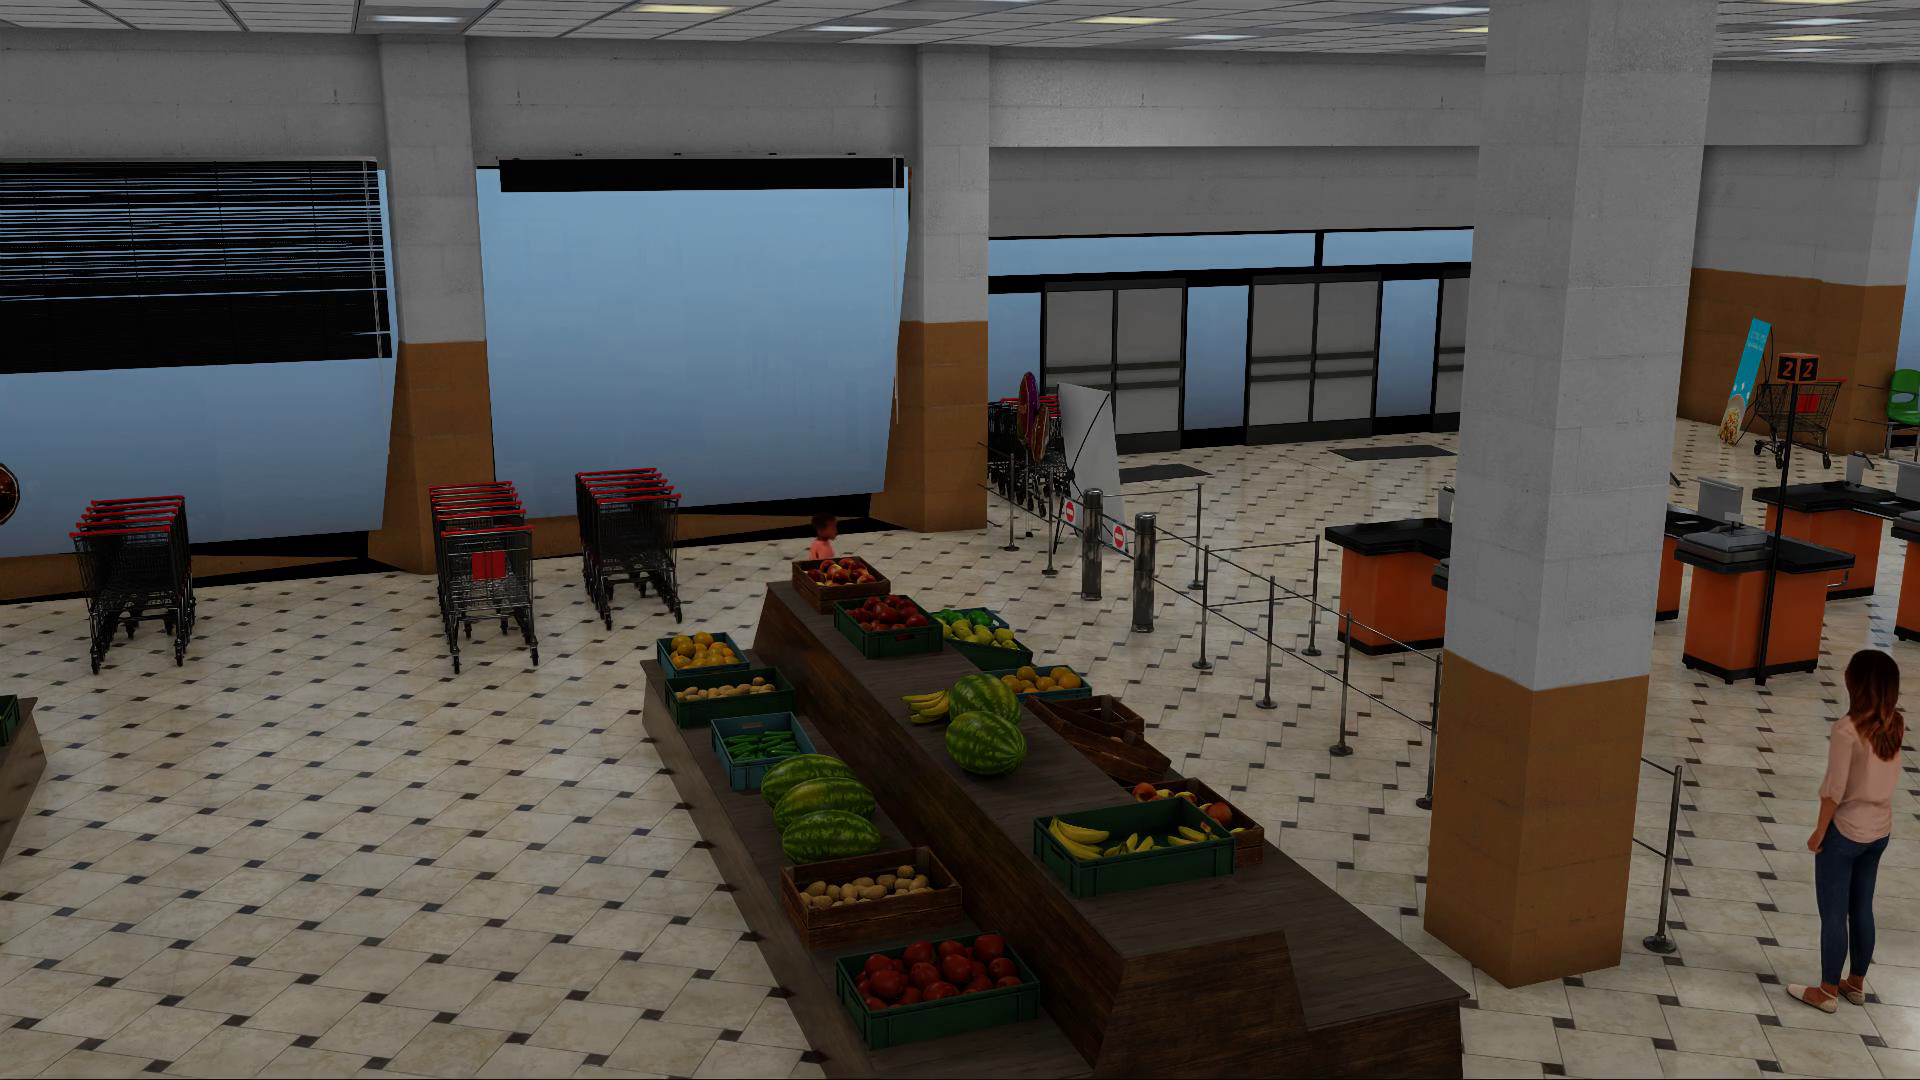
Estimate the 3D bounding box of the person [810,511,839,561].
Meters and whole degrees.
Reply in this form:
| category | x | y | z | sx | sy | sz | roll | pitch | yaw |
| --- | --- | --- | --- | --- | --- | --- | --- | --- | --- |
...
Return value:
| category | x | y | z | sx | sy | sz | roll | pitch | yaw |
| --- | --- | --- | --- | --- | --- | --- | --- | --- | --- |
| person | -1.154 | 0.424 | 12.945 | 0.637 | 1.273 | 0.868 | -4 | 14 | -15 |

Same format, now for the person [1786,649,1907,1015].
| category | x | y | z | sx | sy | sz | roll | pitch | yaw |
| --- | --- | --- | --- | --- | --- | --- | --- | --- | --- |
| person | 4.250 | 1.380 | 7.899 | 0.584 | 1.795 | 0.512 | -5 | 15 | -21 |
